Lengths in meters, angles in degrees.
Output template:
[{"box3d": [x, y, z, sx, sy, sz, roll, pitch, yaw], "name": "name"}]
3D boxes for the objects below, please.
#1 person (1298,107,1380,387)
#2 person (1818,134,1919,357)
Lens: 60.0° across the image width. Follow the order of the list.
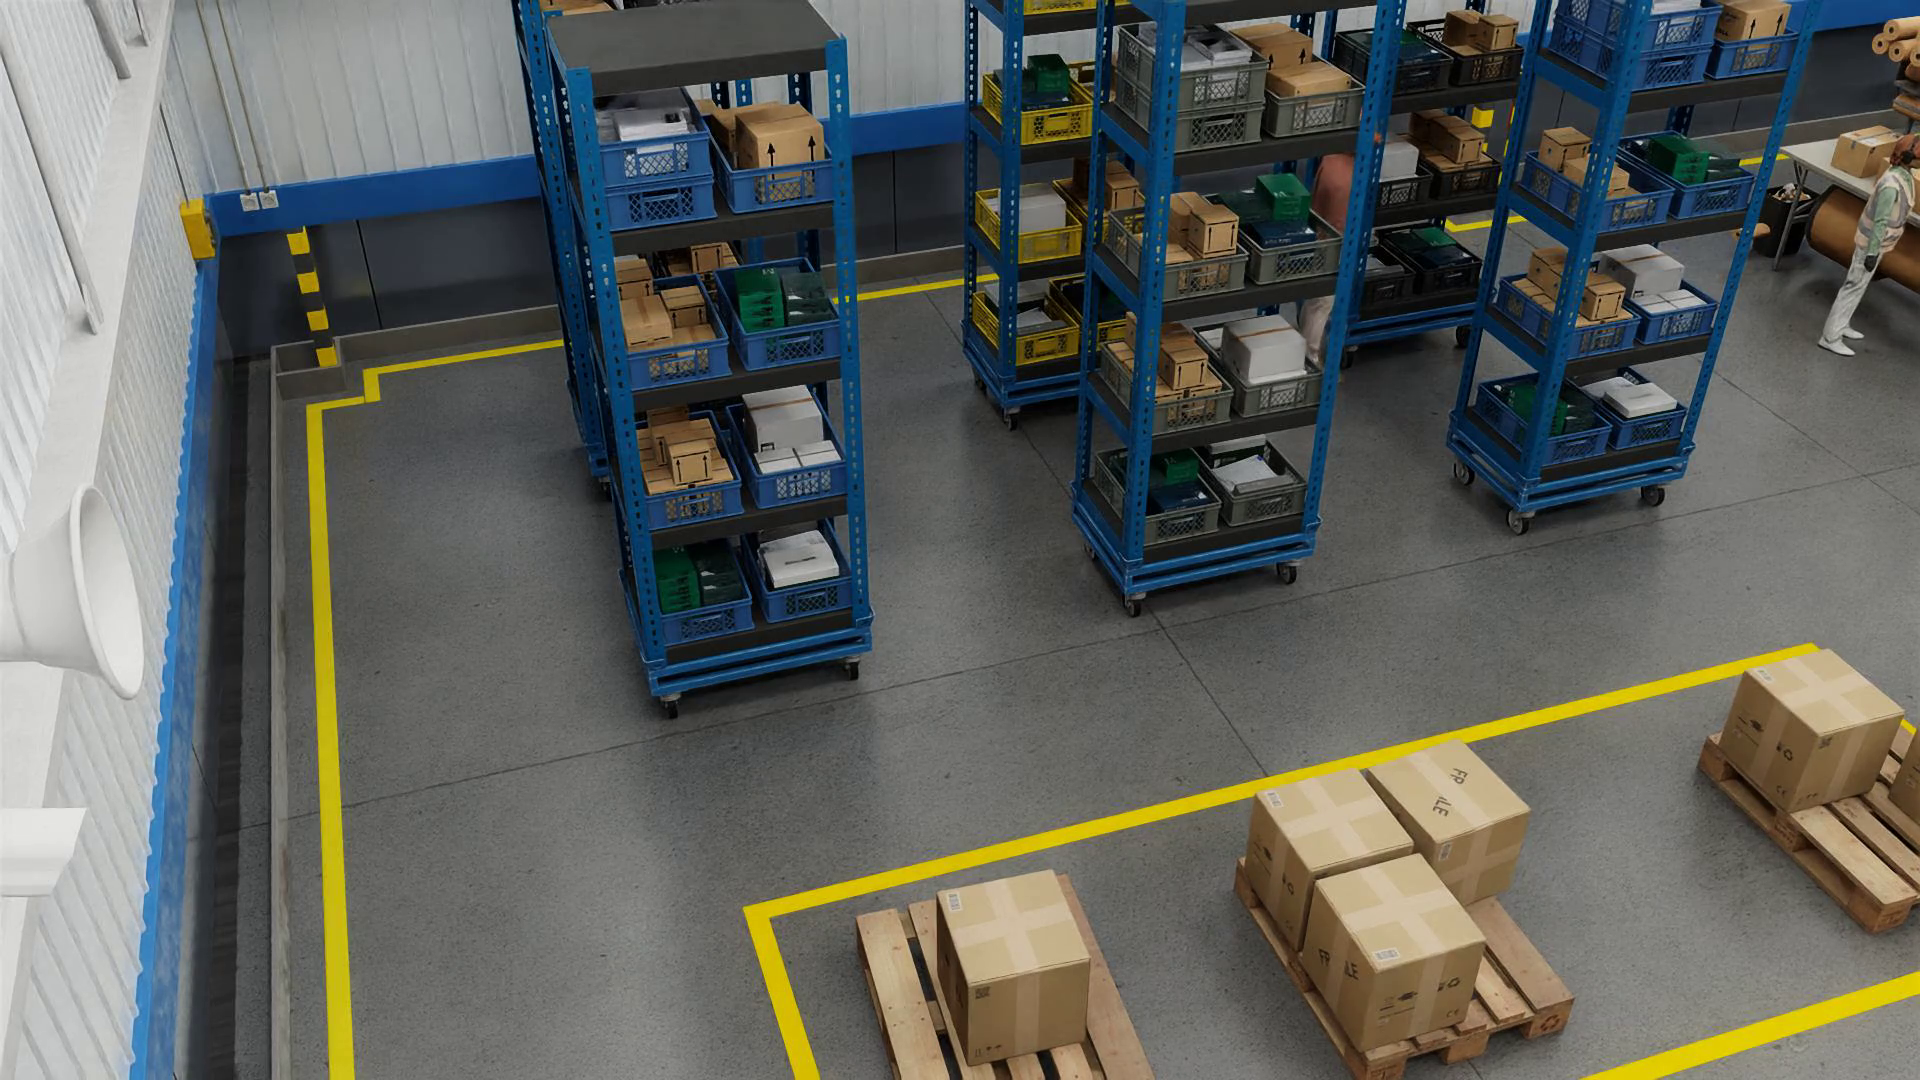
[{"box3d": [2.561, -2.012, 11.407, 0.401, 1.986, 0.622, 5, 35, 7], "name": "person"}, {"box3d": [6.520, -2.104, 11.842, 0.312, 1.632, 0.514, 22, 41, 28], "name": "person"}]
